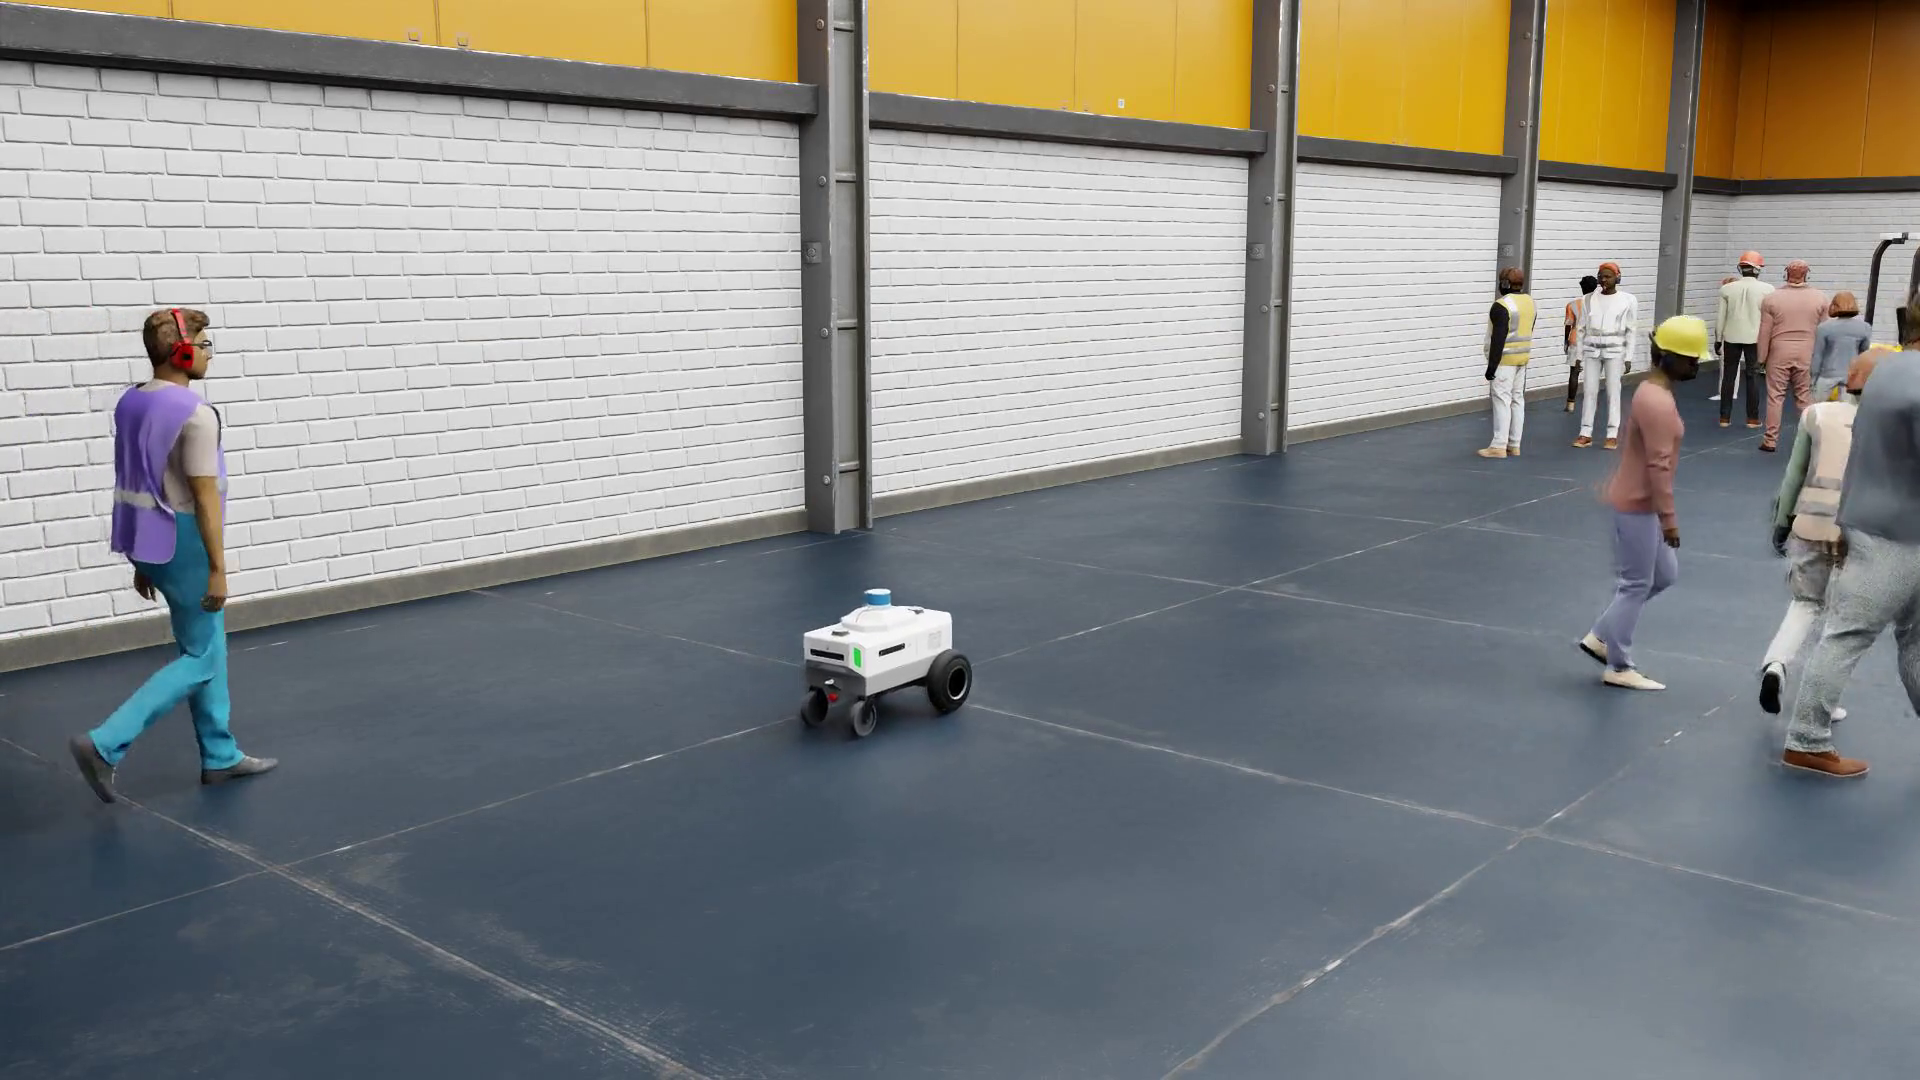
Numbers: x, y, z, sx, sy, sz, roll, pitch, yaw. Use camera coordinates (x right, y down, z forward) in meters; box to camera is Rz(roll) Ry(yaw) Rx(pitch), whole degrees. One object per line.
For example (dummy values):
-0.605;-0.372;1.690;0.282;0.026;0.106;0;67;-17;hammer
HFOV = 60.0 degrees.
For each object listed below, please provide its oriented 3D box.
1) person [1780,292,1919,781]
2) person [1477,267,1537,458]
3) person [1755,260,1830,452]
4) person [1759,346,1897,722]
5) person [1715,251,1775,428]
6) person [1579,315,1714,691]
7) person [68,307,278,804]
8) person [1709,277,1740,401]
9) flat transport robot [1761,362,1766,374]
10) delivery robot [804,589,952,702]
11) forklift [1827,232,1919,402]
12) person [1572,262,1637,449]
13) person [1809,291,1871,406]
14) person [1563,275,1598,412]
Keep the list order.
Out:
3.624;-0.004;6.228;0.964;1.891;0.643;3;10;16;person
5.309;-1.721;16.169;0.631;1.843;0.429;-9;13;-41;person
8.254;-1.818;16.533;0.639;1.910;0.407;3;10;16;person
3.670;0.002;6.962;0.503;1.618;0.553;-8;13;-39;person
8.905;-2.273;18.882;0.622;1.990;0.391;6;12;32;person
3.132;-0.143;7.506;0.408;1.737;0.553;4;11;24;person
-2.918;0.067;6.070;0.562;1.823;0.718;8;13;39;person
10.239;-2.667;22.129;0.513;1.641;0.307;-7;12;-35;person
13.475;-2.756;26.535;1.431;0.197;0.652;1;10;8;flat transport robot
-0.349;0.455;7.172;0.477;0.478;0.707;7;12;35;delivery robot
9.955;-1.972;16.595;2.313;2.155;1.214;1;10;8;forklift
6.520;-1.860;16.845;0.579;1.882;0.352;7;12;37;person
8.250;-1.521;15.640;0.522;1.631;0.358;2;10;11;person
7.735;-2.419;20.574;0.535;1.693;0.317;3;10;16;person
